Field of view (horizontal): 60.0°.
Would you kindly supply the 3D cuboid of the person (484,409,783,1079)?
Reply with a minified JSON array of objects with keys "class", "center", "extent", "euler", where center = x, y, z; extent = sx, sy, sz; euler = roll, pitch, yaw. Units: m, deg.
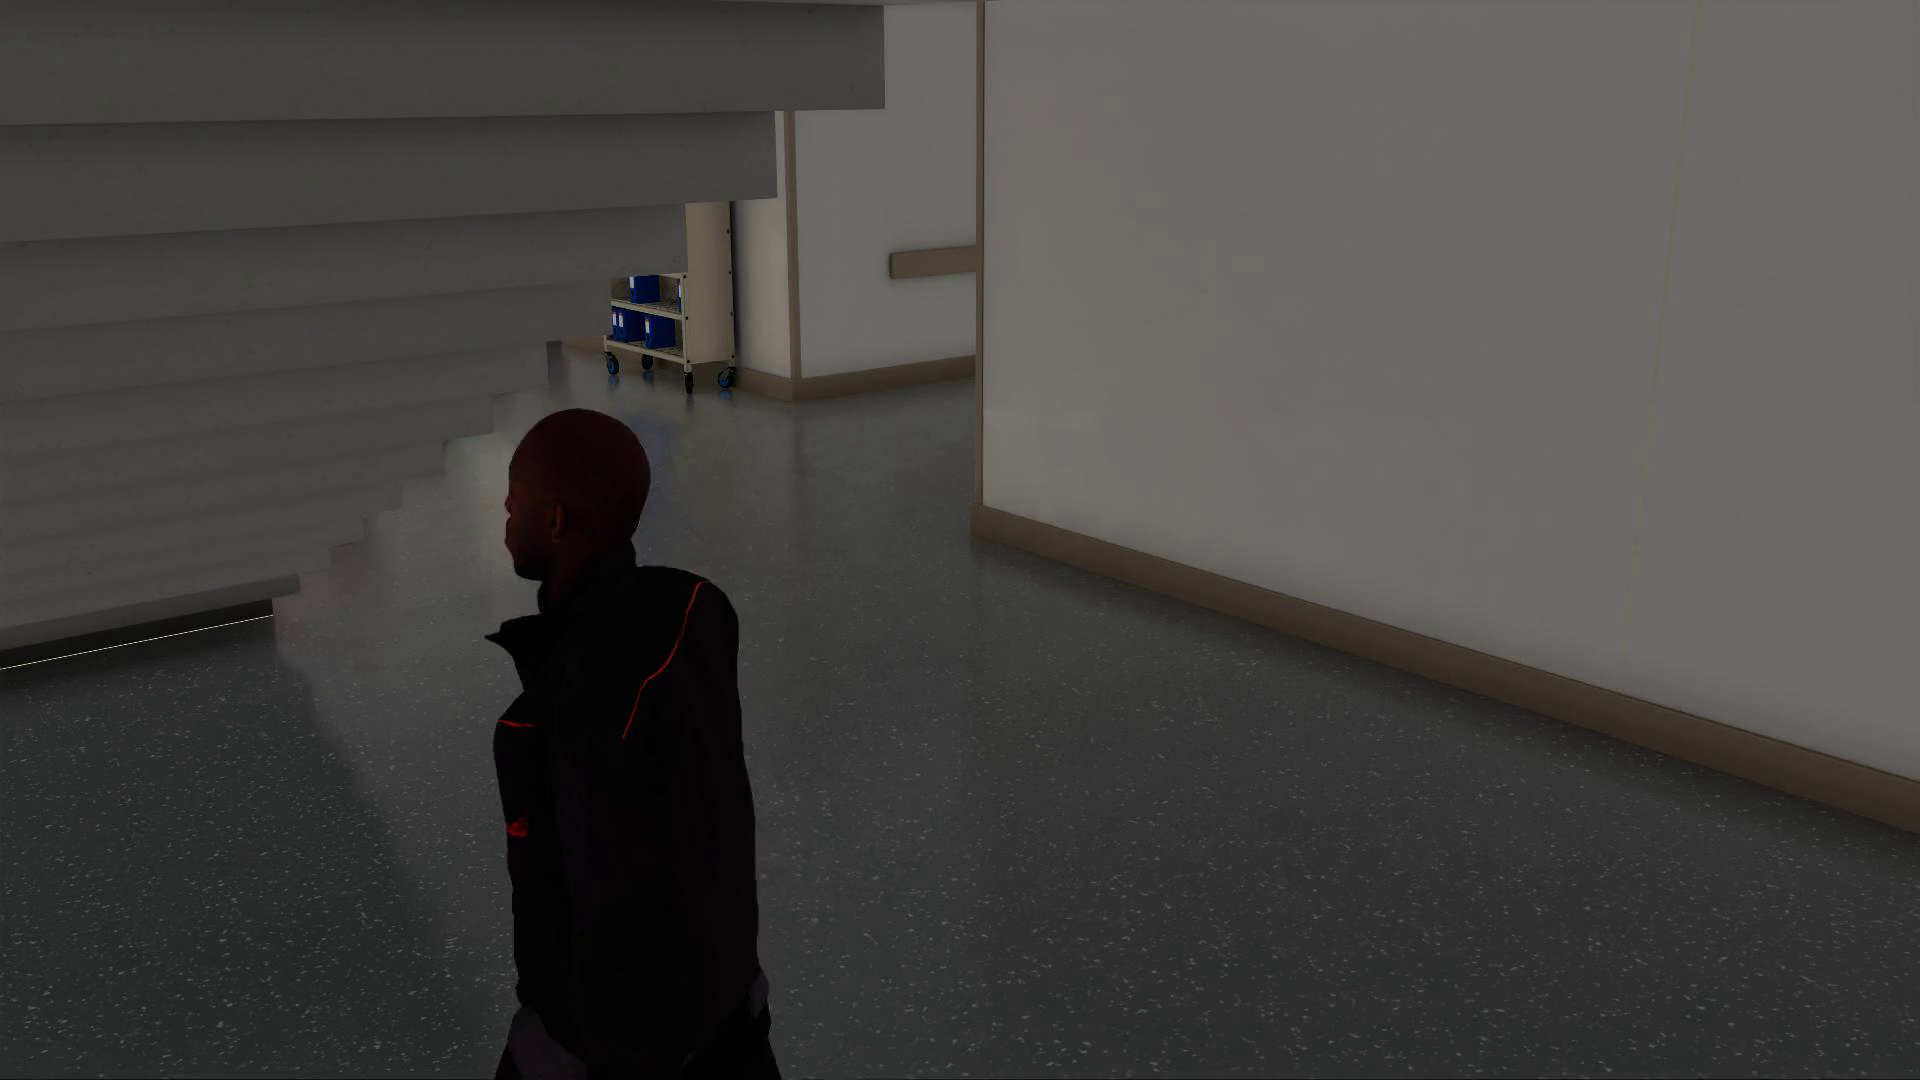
[{"class":"person","center":[-0.383,0.707,2.578],"extent":[1.327,1.781,1.192],"euler":[2,16,8]}]
